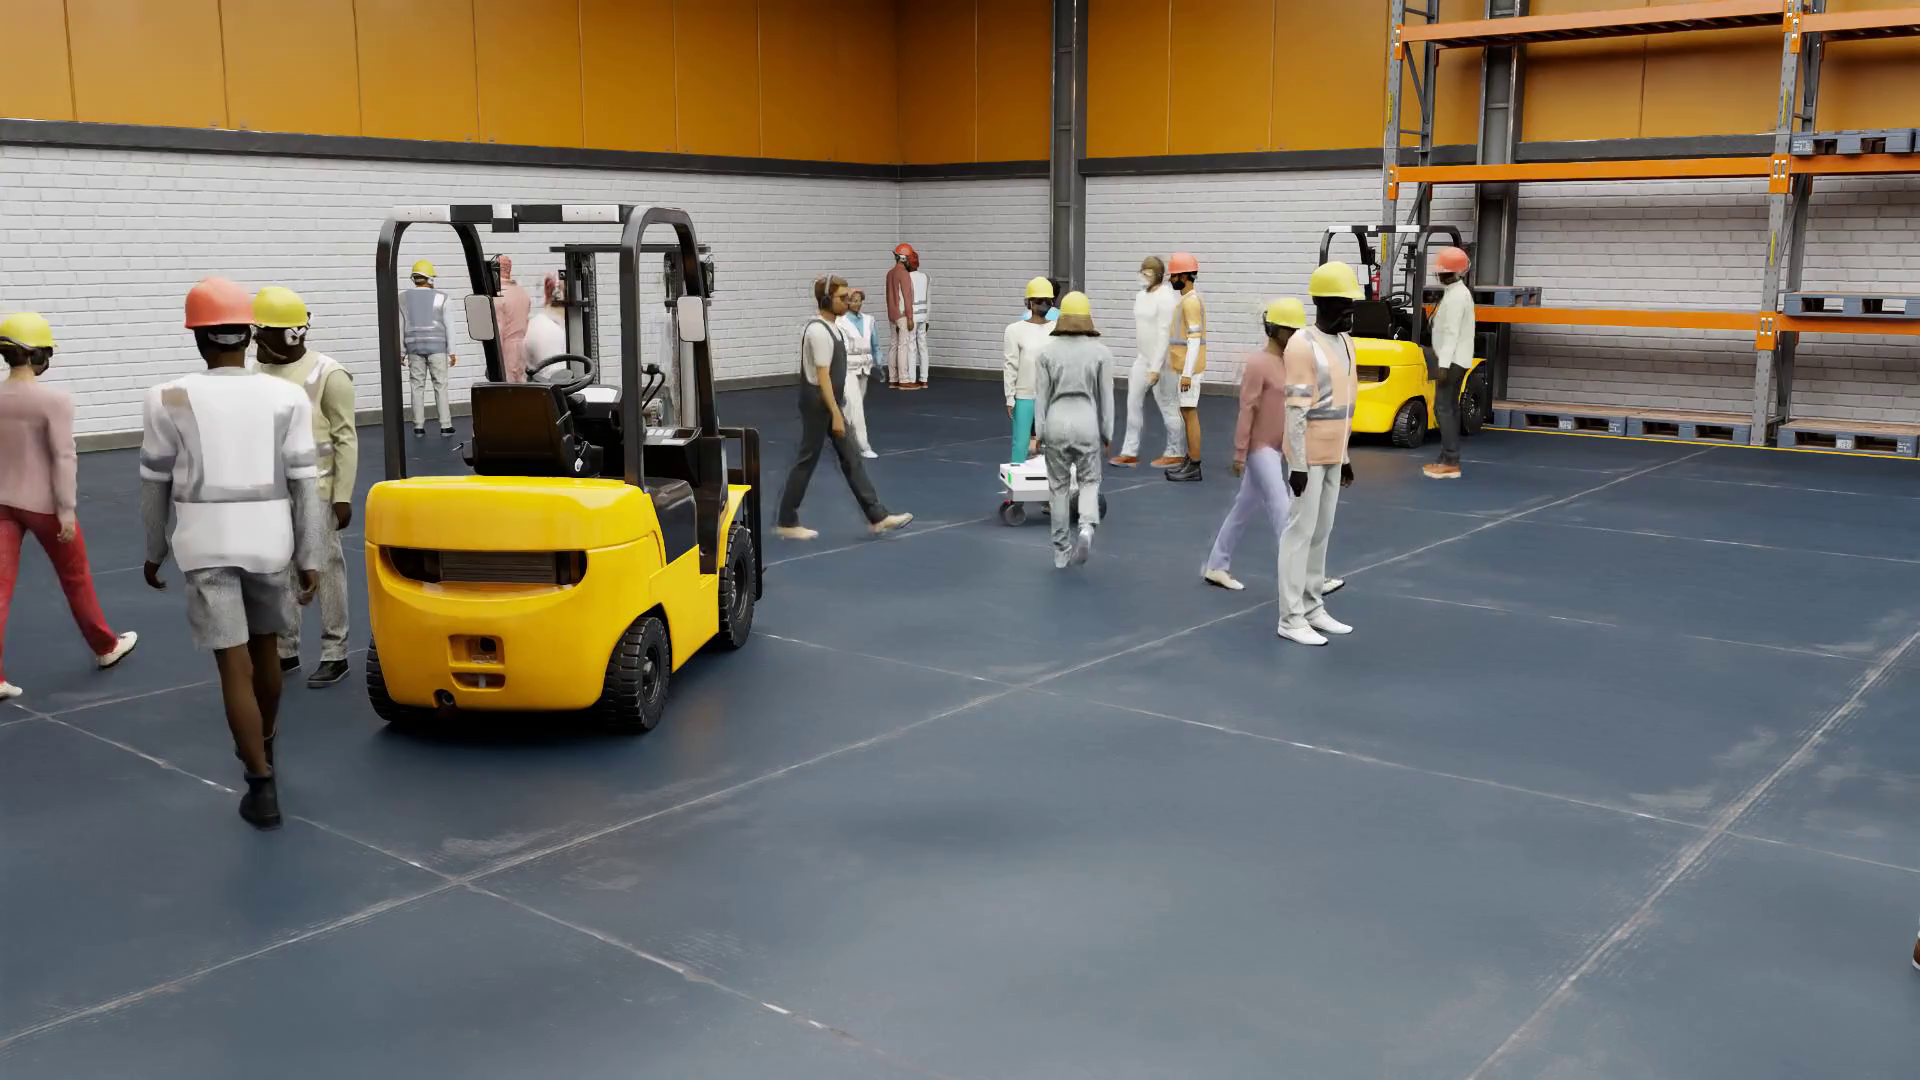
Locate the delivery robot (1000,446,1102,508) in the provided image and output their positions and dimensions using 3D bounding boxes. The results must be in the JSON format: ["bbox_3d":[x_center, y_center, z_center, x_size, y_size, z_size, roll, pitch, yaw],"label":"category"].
[{"bbox_3d":[0.649,-0.441,11.999,0.707,0.478,0.477,-1,10,-8],"label":"delivery robot"}]

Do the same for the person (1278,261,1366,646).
[{"bbox_3d":[1.845,-0.441,8.456,0.386,1.927,0.589,8,13,37],"label":"person"}]

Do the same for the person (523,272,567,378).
[{"bbox_3d":[-2.528,-0.736,10.326,0.999,1.865,0.635,1,10,7],"label":"person"}]

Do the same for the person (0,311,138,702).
[{"bbox_3d":[-4.186,-0.167,7.539,0.539,1.713,0.936,1,10,7],"label":"person"}]

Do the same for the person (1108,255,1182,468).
[{"bbox_3d":[1.678,-1.553,14.706,0.819,1.892,0.660,-5,11,-25],"label":"person"}]

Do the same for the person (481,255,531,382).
[{"bbox_3d":[-4.190,-1.662,15.280,0.403,1.906,0.652,2,10,13],"label":"person"}]

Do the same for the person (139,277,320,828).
[{"bbox_3d":[-2.627,0.020,5.979,0.547,1.894,0.927,-7,13,-35],"label":"person"}]

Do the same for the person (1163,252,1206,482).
[{"bbox_3d":[1.892,-1.460,14.079,0.376,1.933,0.551,1,10,6],"label":"person"}]

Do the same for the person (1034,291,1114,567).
[{"bbox_3d":[0.700,-0.665,10.264,0.496,1.725,0.547,1,10,4],"label":"person"}]

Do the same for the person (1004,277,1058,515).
[{"bbox_3d":[0.570,-1.034,12.183,0.525,1.772,0.305,-4,11,-20],"label":"person"}]

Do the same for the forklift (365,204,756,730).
[{"bbox_3d":[-1.766,-0.406,7.525,1.214,2.155,2.313,1,10,7],"label":"forklift"}]

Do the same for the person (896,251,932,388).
[{"bbox_3d":[-0.638,-3.003,22.766,0.573,1.887,0.355,-10,14,-44],"label":"person"}]

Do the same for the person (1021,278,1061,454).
[{"bbox_3d":[0.805,-1.609,15.591,0.557,1.676,0.591,-2,10,-9],"label":"person"}]

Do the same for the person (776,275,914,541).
[{"bbox_3d":[-0.815,-0.867,11.176,0.967,1.791,0.538,1,10,8],"label":"person"}]

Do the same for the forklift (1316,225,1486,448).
[{"bbox_3d":[4.449,-2.115,16.993,1.214,2.155,2.313,8,13,38],"label":"forklift"}]

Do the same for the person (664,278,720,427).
[{"bbox_3d":[-2.036,-1.137,12.515,0.513,1.849,0.552,1,10,5],"label":"person"}]

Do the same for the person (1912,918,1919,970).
[{"bbox_3d":[2.880,0.307,4.475,0.534,1.868,0.309,-4,11,-23],"label":"person"}]

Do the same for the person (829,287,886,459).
[{"bbox_3d":[-1.021,-1.592,15.735,0.824,1.602,0.512,10,14,44],"label":"person"}]

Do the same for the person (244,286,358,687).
[{"bbox_3d":[-3.035,-0.235,7.589,0.592,1.829,0.404,3,11,17],"label":"person"}]

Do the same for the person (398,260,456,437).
[{"bbox_3d":[-5.525,-1.978,17.245,0.595,1.828,0.403,-1,10,-5],"label":"person"}]

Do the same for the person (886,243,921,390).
[{"bbox_3d":[-0.787,-3.049,22.746,0.392,1.985,0.609,-6,12,-28],"label":"person"}]

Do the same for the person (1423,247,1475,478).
[{"bbox_3d":[4.224,-1.519,14.337,0.401,1.969,0.674,5,11,24],"label":"person"}]

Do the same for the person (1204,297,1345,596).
[{"bbox_3d":[1.798,-0.518,9.474,0.939,1.704,0.531,7,13,35],"label":"person"}]
